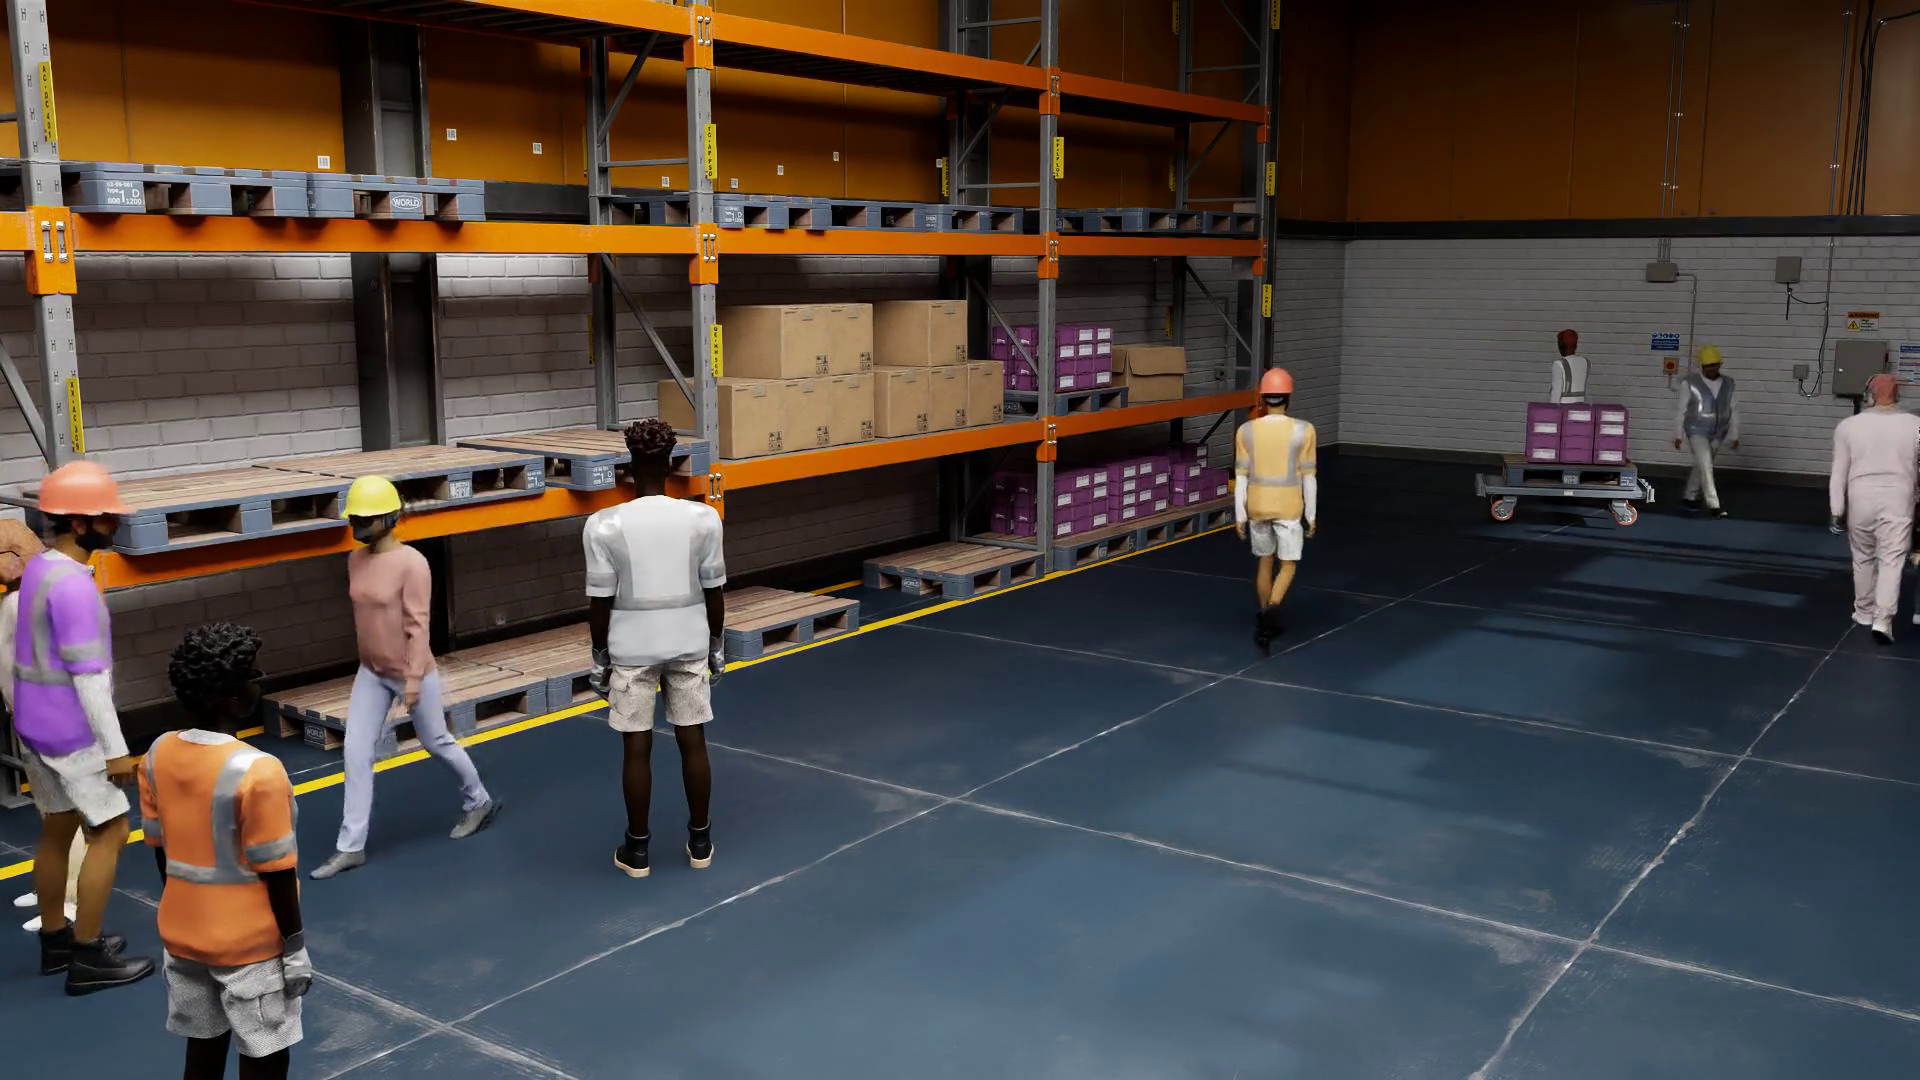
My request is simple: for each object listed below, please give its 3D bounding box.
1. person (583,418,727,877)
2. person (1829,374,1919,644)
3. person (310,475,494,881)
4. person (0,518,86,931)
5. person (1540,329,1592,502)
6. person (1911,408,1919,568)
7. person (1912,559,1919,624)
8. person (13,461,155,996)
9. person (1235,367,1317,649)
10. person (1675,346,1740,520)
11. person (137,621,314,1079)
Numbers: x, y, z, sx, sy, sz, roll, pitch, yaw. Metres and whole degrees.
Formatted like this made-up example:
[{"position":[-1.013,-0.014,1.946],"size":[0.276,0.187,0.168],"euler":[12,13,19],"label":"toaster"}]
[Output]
[{"position":[-1.294,0.461,7.113],"size":[0.604,1.966,0.367],"euler":[-4,10,-21],"label":"person"},{"position":[6.431,-0.232,11.619],"size":[0.650,1.847,1.024],"euler":[6,11,31],"label":"person"},{"position":[-2.445,0.554,7.308],"size":[0.524,1.724,0.896],"euler":[5,11,29],"label":"person"},{"position":[-3.683,0.719,6.604],"size":[0.284,1.625,0.492],"euler":[-6,11,-33],"label":"person"},{"position":[6.617,-1.353,18.159],"size":[0.574,1.887,0.355],"euler":[-6,11,-31],"label":"person"},{"position":[8.347,-0.578,14.150],"size":[0.536,1.677,0.410],"euler":[9,13,44],"label":"person"},{"position":[7.041,-0.168,11.847],"size":[0.282,1.633,0.498],"euler":[0,10,0],"label":"person"},{"position":[-3.153,0.675,6.012],"size":[0.453,1.920,0.550],"euler":[-8,12,-38],"label":"person"},{"position":[2.113,-0.207,11.249],"size":[0.552,1.920,0.800],"euler":[5,11,25],"label":"person"},{"position":[7.690,-1.110,17.076],"size":[0.614,1.769,0.995],"euler":[-1,10,-4],"label":"person"},{"position":[-1.915,1.051,4.402],"size":[0.539,1.696,0.317],"euler":[5,11,29],"label":"person"}]
